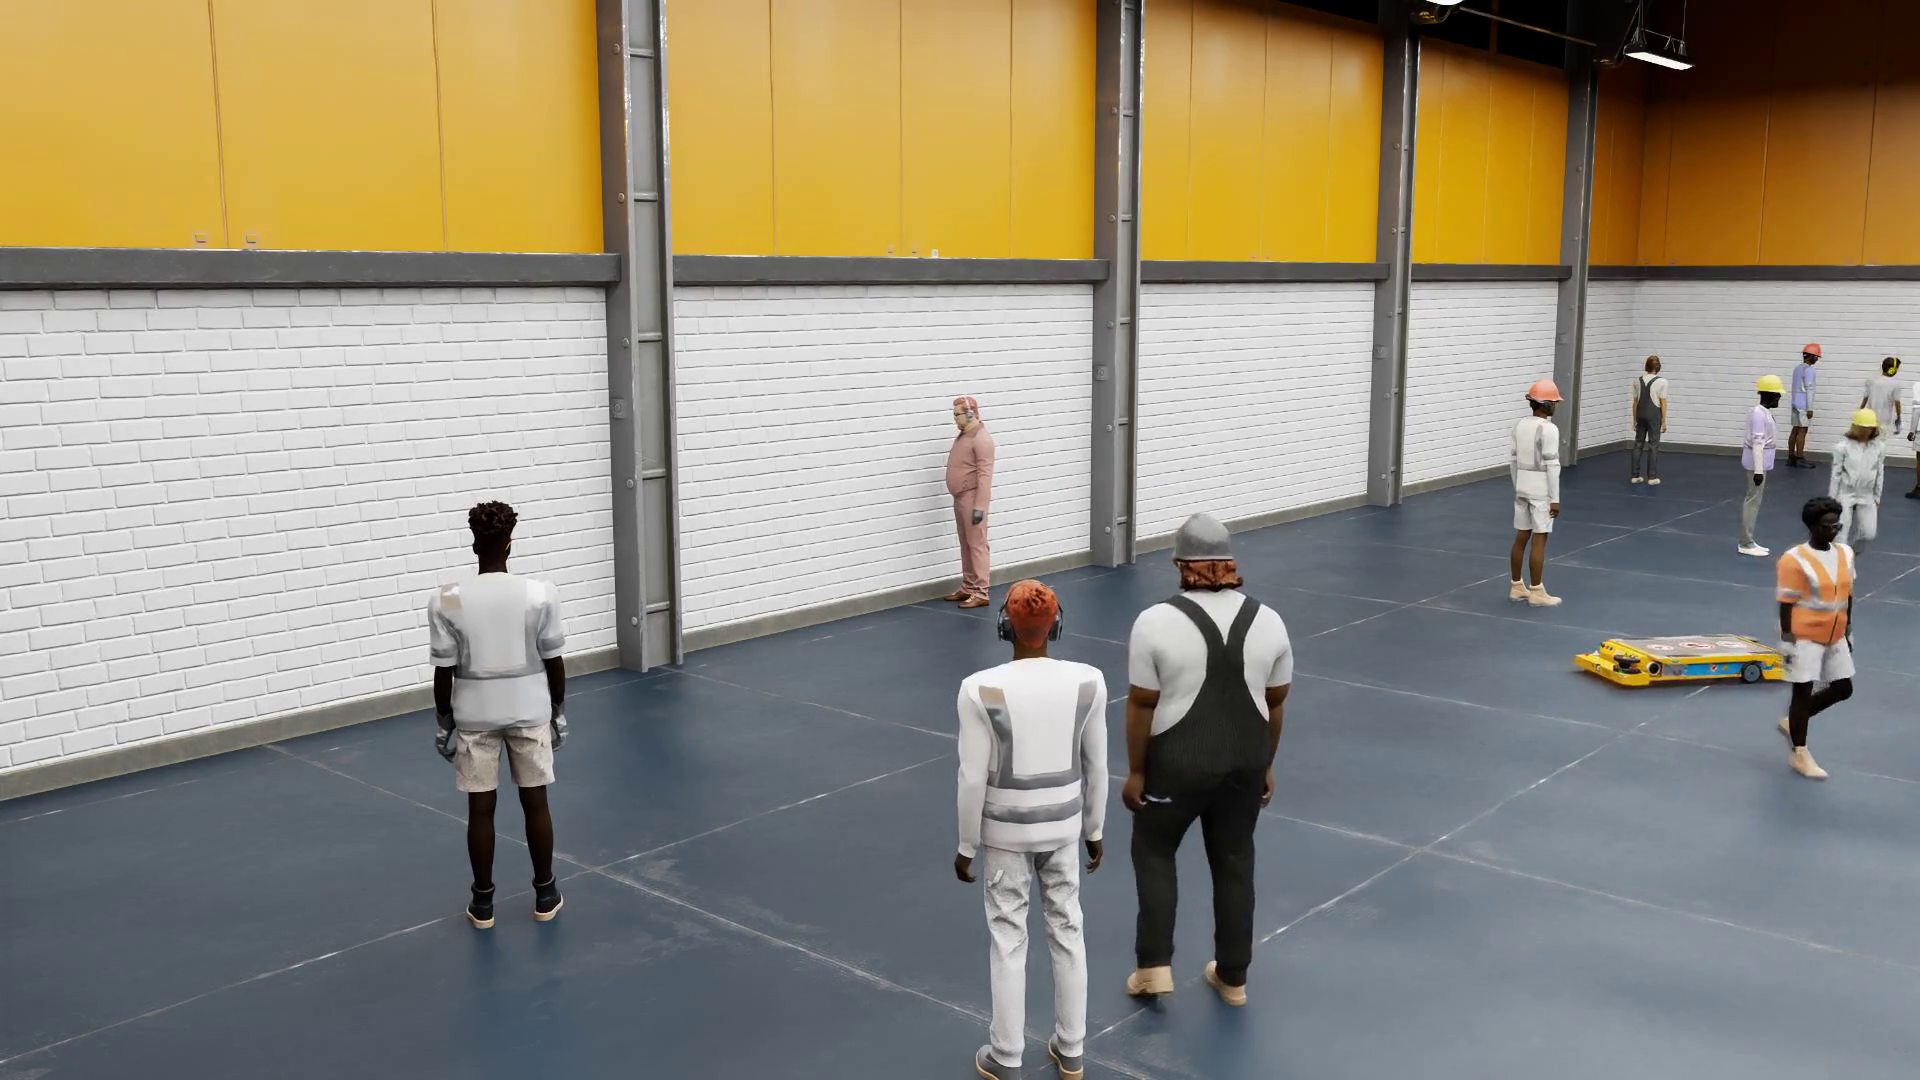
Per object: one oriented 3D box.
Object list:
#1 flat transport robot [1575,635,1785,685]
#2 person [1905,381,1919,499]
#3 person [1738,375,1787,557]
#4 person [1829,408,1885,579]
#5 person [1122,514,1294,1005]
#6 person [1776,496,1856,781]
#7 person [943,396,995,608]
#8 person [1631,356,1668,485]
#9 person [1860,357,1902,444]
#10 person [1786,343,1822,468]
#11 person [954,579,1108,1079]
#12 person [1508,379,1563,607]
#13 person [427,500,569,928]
[{"bbox_3d":[5.402,0.882,12.358,1.431,0.197,0.652,-1,9,-9],"label":"flat transport robot"},{"bbox_3d":[12.864,-1.501,22.101,0.547,1.938,0.377,-1,9,-4],"label":"person"},{"bbox_3d":[8.536,-0.796,17.713,0.382,1.924,0.594,5,10,27],"label":"person"},{"bbox_3d":[8.522,-0.400,15.842,0.500,1.728,0.448,0,9,3],"label":"person"},{"bbox_3d":[0.997,0.877,6.849,0.707,2.000,0.544,-2,9,-15],"label":"person"},{"bbox_3d":[5.058,0.567,9.887,0.553,1.684,0.427,-3,9,-17],"label":"person"},{"bbox_3d":[0.070,-0.341,14.947,0.404,1.902,0.636,-3,10,-18],"label":"person"},{"bbox_3d":[9.824,-1.702,23.706,0.342,1.839,0.501,-7,11,-37],"label":"person"},{"bbox_3d":[12.905,-1.648,23.317,0.502,1.839,0.534,-6,11,-32],"label":"person"},{"bbox_3d":[13.090,-2.078,25.760,0.388,1.927,0.547,1,9,3],"label":"person"},{"bbox_3d":[0.261,1.077,6.086,0.584,1.882,0.337,-3,9,-18],"label":"person"},{"bbox_3d":[5.217,-0.425,15.016,0.379,2.045,0.605,-3,9,-17],"label":"person"},{"bbox_3d":[-2.096,0.794,7.601,0.603,1.967,0.366,-3,9,-15],"label":"person"}]
